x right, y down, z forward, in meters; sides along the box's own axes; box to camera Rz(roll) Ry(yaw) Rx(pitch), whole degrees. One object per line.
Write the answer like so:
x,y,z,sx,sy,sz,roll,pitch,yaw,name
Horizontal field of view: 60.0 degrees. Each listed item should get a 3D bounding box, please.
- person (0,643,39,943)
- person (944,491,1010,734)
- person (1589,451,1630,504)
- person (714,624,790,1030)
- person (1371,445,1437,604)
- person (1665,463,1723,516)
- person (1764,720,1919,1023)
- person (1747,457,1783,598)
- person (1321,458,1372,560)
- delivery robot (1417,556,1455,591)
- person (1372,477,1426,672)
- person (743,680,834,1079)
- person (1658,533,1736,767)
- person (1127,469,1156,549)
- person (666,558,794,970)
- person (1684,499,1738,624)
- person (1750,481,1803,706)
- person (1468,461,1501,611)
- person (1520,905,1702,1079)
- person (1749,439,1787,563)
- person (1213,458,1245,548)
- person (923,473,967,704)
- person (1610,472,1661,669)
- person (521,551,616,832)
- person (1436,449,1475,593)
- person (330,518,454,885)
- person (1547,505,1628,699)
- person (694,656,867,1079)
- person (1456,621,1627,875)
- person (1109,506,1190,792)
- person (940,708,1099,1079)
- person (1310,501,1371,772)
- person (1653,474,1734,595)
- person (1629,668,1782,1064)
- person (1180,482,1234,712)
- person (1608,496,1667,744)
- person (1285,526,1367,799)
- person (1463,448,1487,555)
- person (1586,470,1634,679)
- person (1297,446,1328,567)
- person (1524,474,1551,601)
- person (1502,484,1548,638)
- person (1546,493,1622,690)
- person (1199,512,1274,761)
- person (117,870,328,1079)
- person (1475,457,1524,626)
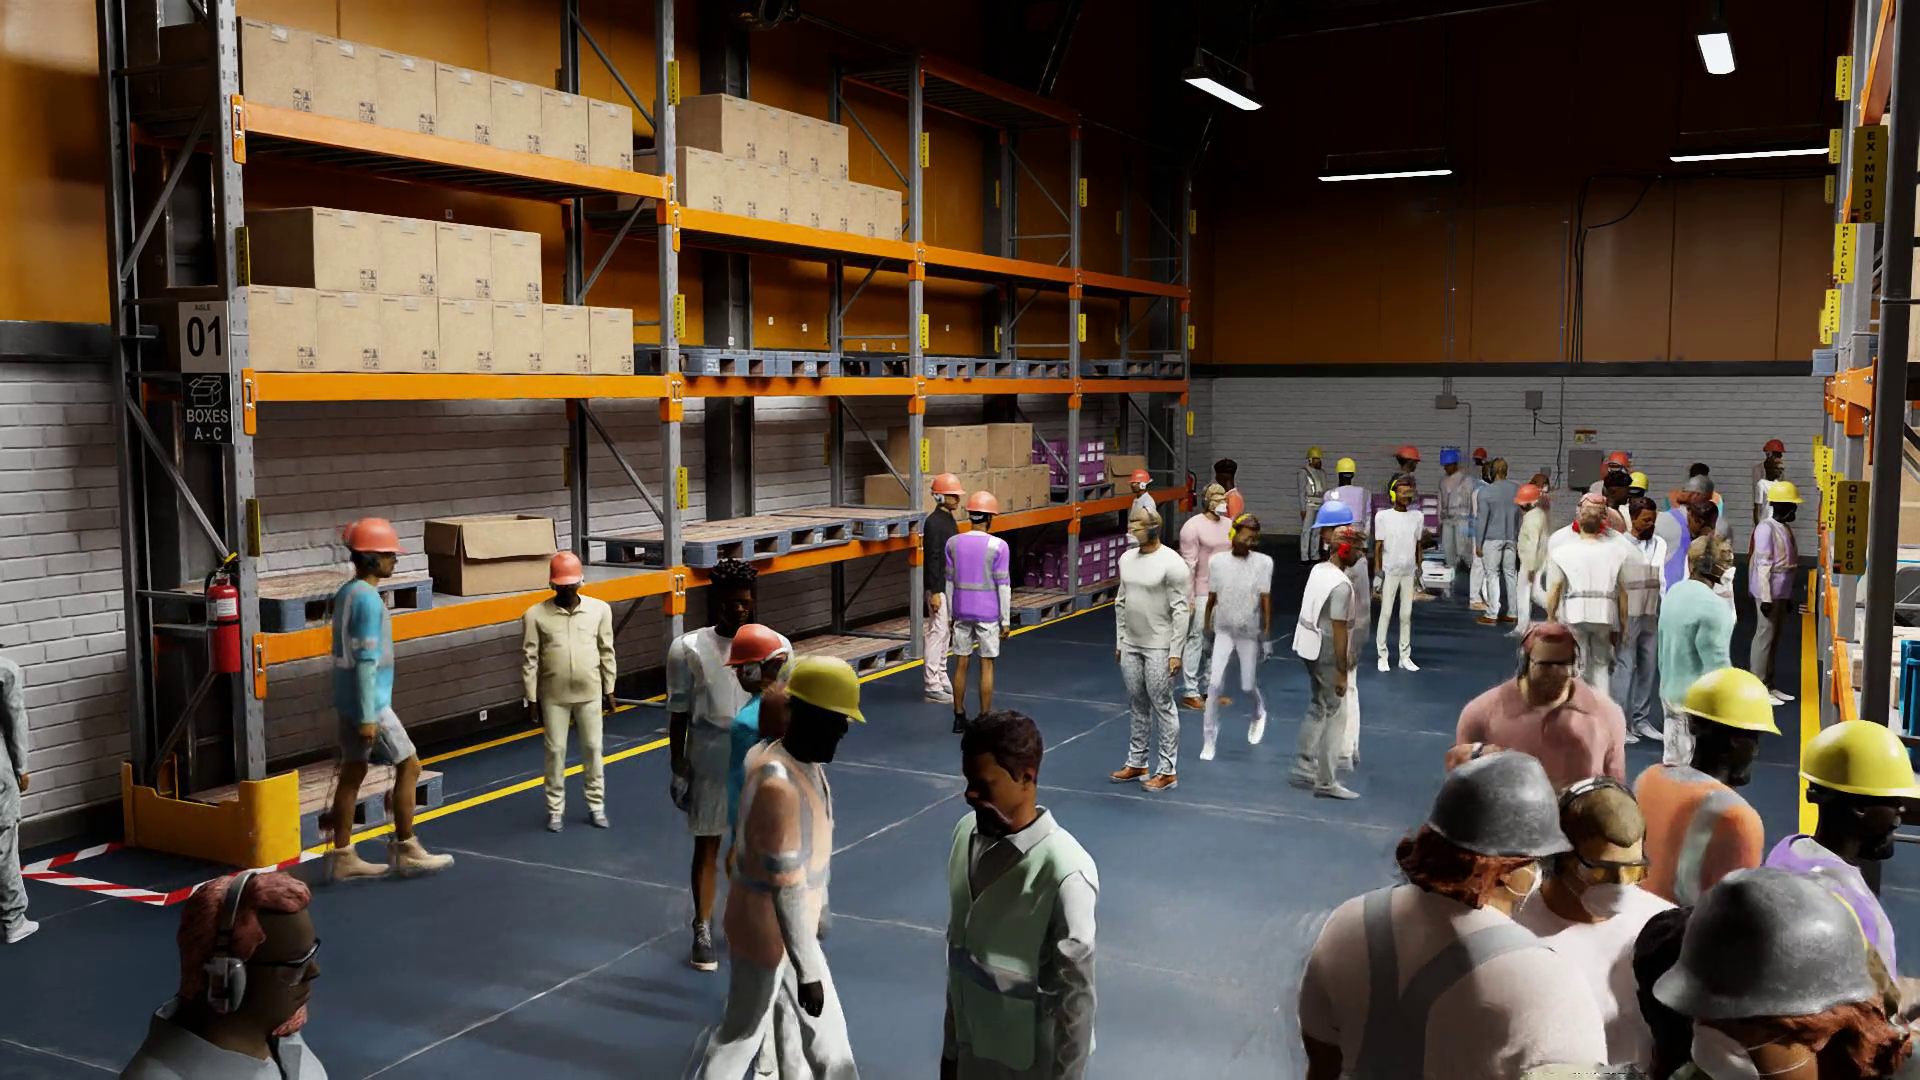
-4.835,1.127,8.175,0.484,1.736,0.305,-2,6,-16,person
0.148,0.578,13.083,0.549,1.927,0.393,2,6,25,person
7.678,-0.049,19.511,0.618,1.986,0.408,5,7,43,person
-0.848,1.225,7.111,0.354,1.738,0.573,2,6,20,person
5.587,-0.195,20.909,0.882,2.014,0.612,0,5,-2,person
8.132,0.093,18.525,0.642,1.886,0.654,2,6,24,person
2.210,1.405,4.236,0.392,1.918,0.591,1,6,16,person
10.407,-0.155,21.445,0.505,1.838,0.349,-4,6,-35,person
4.405,0.025,19.005,0.585,1.928,0.378,-1,5,-12,person
5.953,0.450,21.238,0.707,0.478,0.477,2,5,17,delivery robot
4.223,0.333,15.980,0.528,1.876,0.323,-1,5,-9,person
-0.660,1.346,6.338,0.312,1.637,0.534,-4,6,-34,person
4.092,0.927,9.257,0.366,1.936,0.630,0,5,0,person
2.162,0.025,19.924,0.337,1.752,0.564,-1,5,-10,person
-1.071,1.051,7.844,0.611,1.958,0.368,-1,5,-14,person
5.570,0.649,12.417,0.401,1.909,0.599,5,7,43,person
7.054,0.455,14.375,0.371,1.929,0.584,5,7,42,person
6.461,-0.052,20.375,0.431,1.835,0.622,4,6,34,person
1.173,1.559,2.843,0.607,1.873,0.965,5,7,43,person
11.620,-0.454,23.878,0.618,1.986,0.407,-3,6,-26,person
2.926,0.092,18.108,0.373,1.960,0.601,1,5,6,person
-0.130,0.413,14.475,0.395,1.992,0.622,1,5,15,person
6.527,0.299,16.177,0.589,1.911,0.396,3,6,27,person
-2.409,0.930,10.276,0.574,1.740,0.348,-2,6,-22,person
6.565,-0.239,21.928,0.613,1.915,0.637,-3,6,-31,person
-3.158,0.887,9.225,0.779,2.018,0.638,-3,6,-30,person
4.829,0.648,12.813,0.595,1.823,0.441,1,5,6,person
-0.550,1.310,5.569,0.982,1.851,0.602,1,5,8,person
2.224,1.236,6.403,0.668,1.849,1.074,2,6,17,person
1.290,0.734,11.332,0.350,1.936,0.635,-4,7,-37,person
0.145,1.386,4.433,0.393,1.915,0.591,-3,6,-33,person
2.718,0.684,11.878,0.425,1.933,0.619,2,6,24,person
6.391,0.377,14.615,0.724,2.000,0.964,2,6,23,person
2.228,1.343,5.034,0.475,1.918,0.624,-1,5,-10,person
2.119,0.474,14.122,0.635,1.937,0.353,-5,7,-41,person
5.204,0.611,12.844,0.598,1.906,0.404,-3,6,-27,person
2.445,0.811,11.097,0.483,1.823,0.647,0,5,-3,person
8.309,-0.597,26.603,0.563,1.755,0.321,5,7,41,person
6.107,0.323,15.630,0.368,1.962,0.604,4,7,37,person
5.362,-0.503,25.199,0.591,1.833,0.403,-5,7,-41,person
7.372,-0.034,21.261,0.502,1.627,0.277,-4,7,-36,person
6.216,0.236,17.899,0.625,1.706,0.598,3,6,30,person
4.996,0.574,13.238,0.639,1.905,0.407,0,5,4,person
2.078,0.693,12.376,0.544,1.836,0.734,2,6,16,person
-1.273,1.530,2.988,0.400,1.900,0.642,0,5,-2,person
6.178,0.022,19.048,0.625,1.932,0.370,-2,6,-17,person
